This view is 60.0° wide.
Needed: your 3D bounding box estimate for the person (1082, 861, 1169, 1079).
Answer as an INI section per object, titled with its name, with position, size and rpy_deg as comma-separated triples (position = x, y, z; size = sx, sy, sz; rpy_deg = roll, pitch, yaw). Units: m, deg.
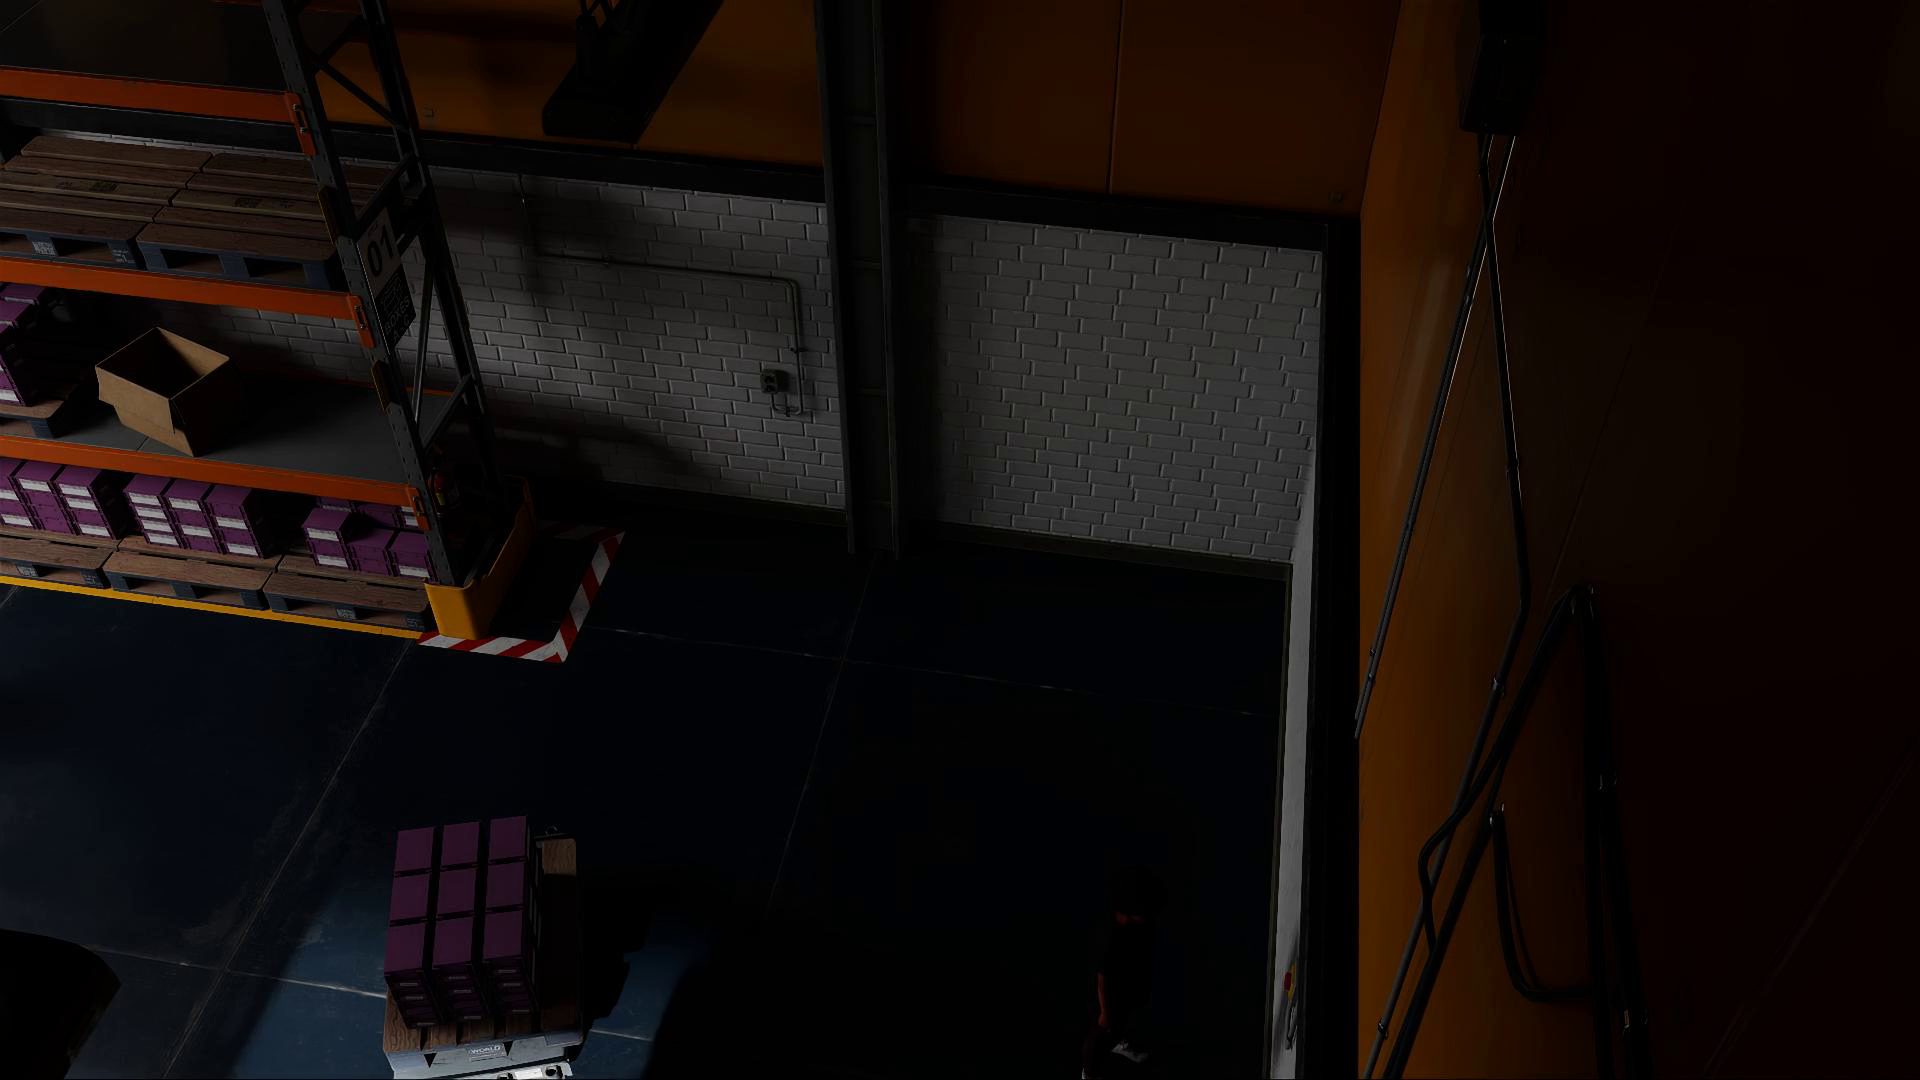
[person]
position = 0.831, 2.270, 8.609
size = 0.702, 1.780, 0.709
rpy_deg = 25, 49, 24
